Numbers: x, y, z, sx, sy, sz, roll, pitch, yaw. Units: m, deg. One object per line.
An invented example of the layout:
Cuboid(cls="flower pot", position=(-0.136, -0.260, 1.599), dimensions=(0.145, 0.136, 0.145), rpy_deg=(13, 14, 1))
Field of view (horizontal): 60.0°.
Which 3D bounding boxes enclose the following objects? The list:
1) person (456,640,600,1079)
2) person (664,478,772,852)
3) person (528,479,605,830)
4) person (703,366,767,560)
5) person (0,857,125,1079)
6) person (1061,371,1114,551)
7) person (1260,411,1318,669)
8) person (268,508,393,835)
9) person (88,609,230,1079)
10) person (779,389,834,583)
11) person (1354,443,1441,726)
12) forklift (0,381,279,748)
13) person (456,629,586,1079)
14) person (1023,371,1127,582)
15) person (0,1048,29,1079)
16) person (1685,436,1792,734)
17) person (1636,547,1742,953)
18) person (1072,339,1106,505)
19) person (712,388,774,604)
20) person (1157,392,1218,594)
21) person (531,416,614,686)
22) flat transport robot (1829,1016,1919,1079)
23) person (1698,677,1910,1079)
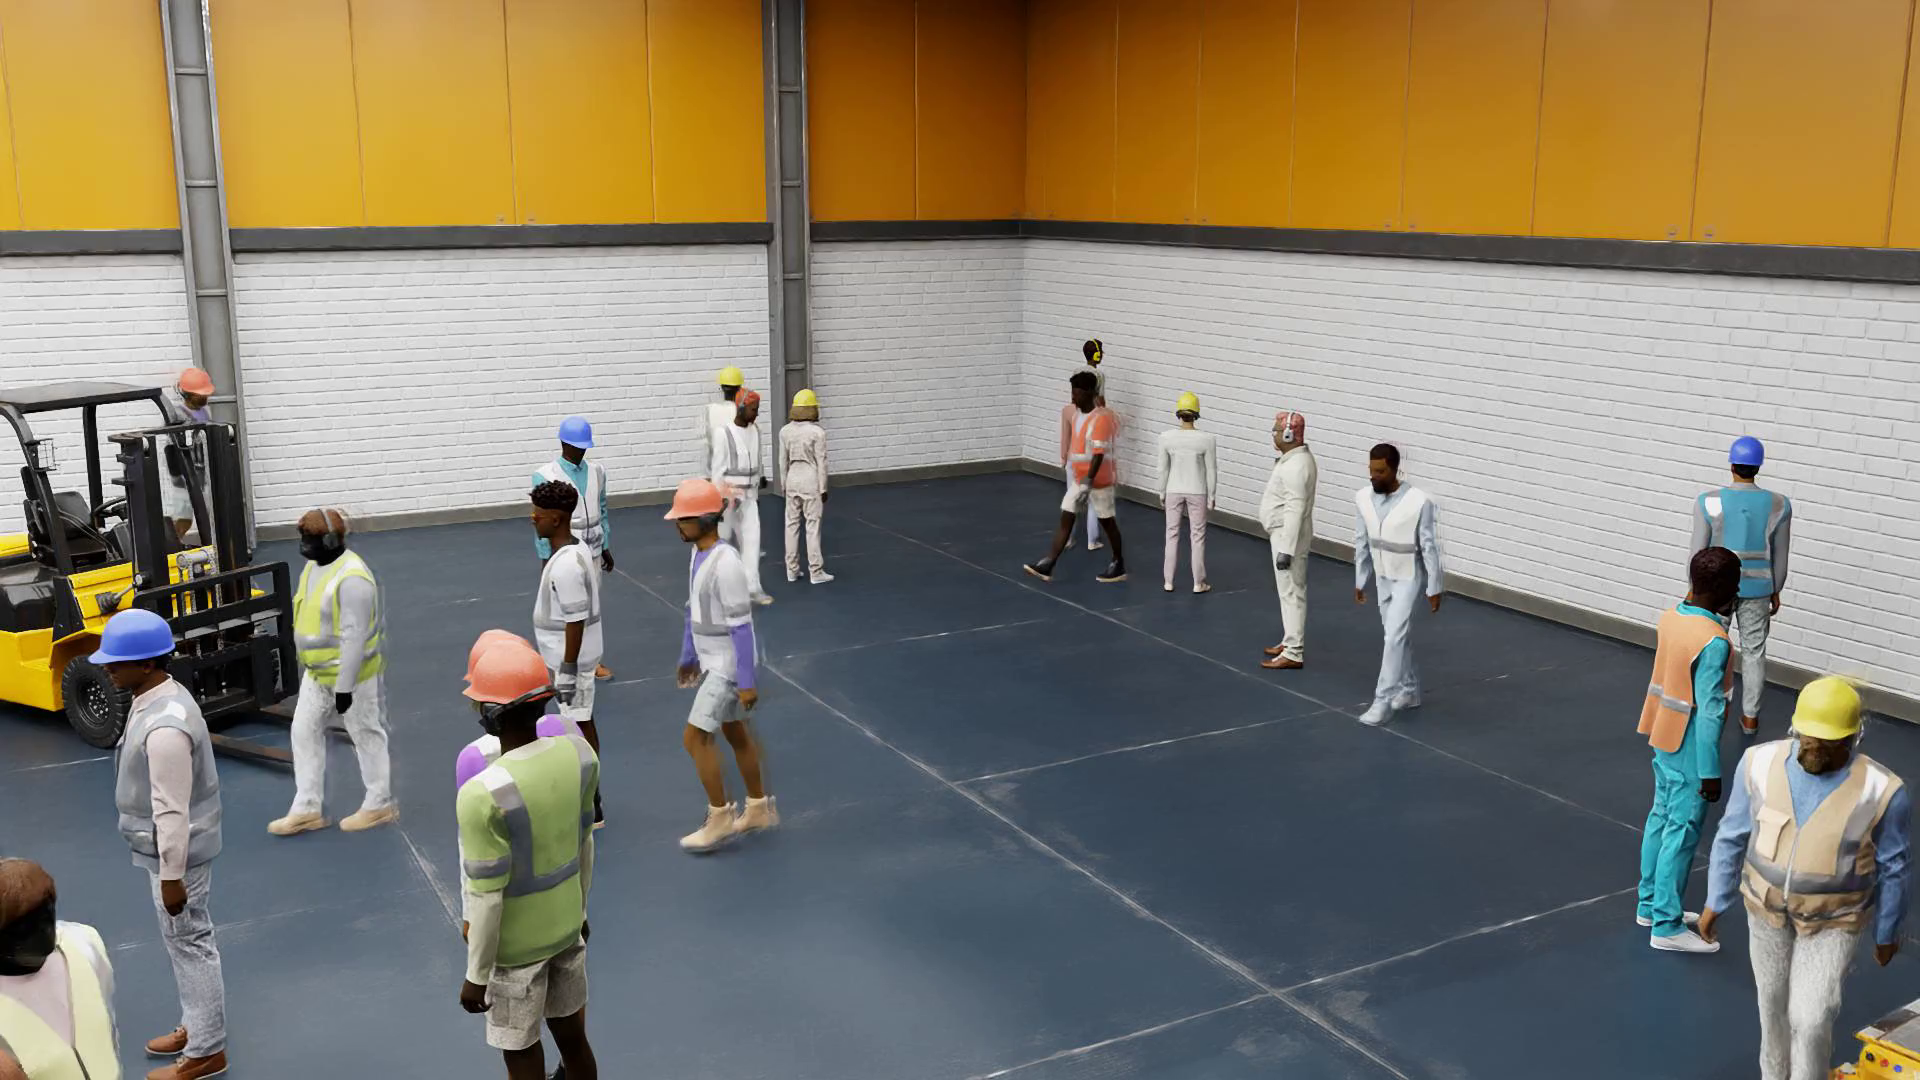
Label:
Cuboid(cls="person", position=(-1.485, 1.337, 5.689), dimensions=(0.372, 2.044, 0.607), rpy_deg=(6, 13, 25))
Cuboid(cls="person", position=(-1.330, 0.666, 8.897), dimensions=(0.696, 2.014, 0.623), rpy_deg=(-4, 13, -17))
Cuboid(cls="person", position=(-2.152, 0.635, 9.161), dimensions=(0.368, 1.965, 0.609), rpy_deg=(-2, 12, -10))
Cuboid(cls="person", position=(-2.152, -0.668, 15.465), dimensions=(0.591, 1.898, 0.936), rpy_deg=(9, 15, 35))
Cuboid(cls="person", position=(-2.447, 1.713, 4.448), dimensions=(0.430, 1.836, 0.647), rpy_deg=(4, 13, 16))
Cuboid(cls="person", position=(1.239, -0.769, 16.244), dimensions=(0.532, 1.756, 0.342), rpy_deg=(4, 13, 17))
Cuboid(cls="person", position=(2.407, 0.001, 12.275), dimensions=(0.400, 1.907, 0.644), rpy_deg=(4, 13, 16))
Cuboid(cls="person", position=(-3.475, 0.741, 9.005), dimensions=(0.763, 1.818, 0.652), rpy_deg=(-12, 17, -43))
Cuboid(cls="person", position=(-3.122, 1.207, 6.556), dimensions=(0.413, 1.941, 0.606), rpy_deg=(-6, 14, -27))
Cuboid(cls="person", position=(-1.388, -0.482, 14.930), dimensions=(0.487, 1.741, 0.314), rpy_deg=(6, 14, 28))
Cuboid(cls="person", position=(2.840, 0.285, 11.043), dimensions=(0.818, 1.867, 0.615), rpy_deg=(-8, 14, -33))
Cuboid(cls="forklift", position=(-5.853, 0.085, 11.199), dimensions=(2.313, 2.155, 1.214), rpy_deg=(7, 14, 28))
Cuboid(cls="person", position=(-1.653, 1.279, 6.237), dimensions=(0.388, 1.929, 0.545), rpy_deg=(9, 15, 36))
Cuboid(cls="person", position=(1.068, -0.536, 14.765), dimensions=(1.024, 1.907, 0.620), rpy_deg=(-6, 14, -27))
Cuboid(cls="person", position=(-2.193, 1.934, 3.862), dimensions=(0.311, 1.635, 0.536), rpy_deg=(0, 12, 1))
Cuboid(cls="person", position=(5.022, 0.298, 10.781), dimensions=(0.605, 1.949, 0.402), rpy_deg=(3, 12, 14))
Cuboid(cls="person", position=(3.382, 0.965, 7.752), dimensions=(0.397, 1.911, 0.587), rpy_deg=(1, 12, 4))
Cuboid(cls="person", position=(1.448, -1.275, 18.337), dimensions=(0.330, 1.874, 0.518), rpy_deg=(-9, 15, -37))
Cuboid(cls="person", position=(-1.978, -0.399, 14.342), dimensions=(0.904, 1.845, 0.602), rpy_deg=(10, 15, 38))
Cuboid(cls="person", position=(1.980, -0.406, 14.505), dimensions=(0.525, 1.772, 0.304), rpy_deg=(4, 13, 18))
Cuboid(cls="person", position=(-2.732, 0.081, 11.818), dimensions=(0.400, 1.941, 0.604), rpy_deg=(11, 16, 41))
Cuboid(cls="flat transport robot", position=(4.089, 2.040, 6.576), dimensions=(1.431, 0.197, 0.652), rpy_deg=(-8, 15, -34))
Cuboid(cls="person", position=(3.055, 1.371, 6.084), dimensions=(0.698, 1.802, 0.605), rpy_deg=(-11, 17, -43))
